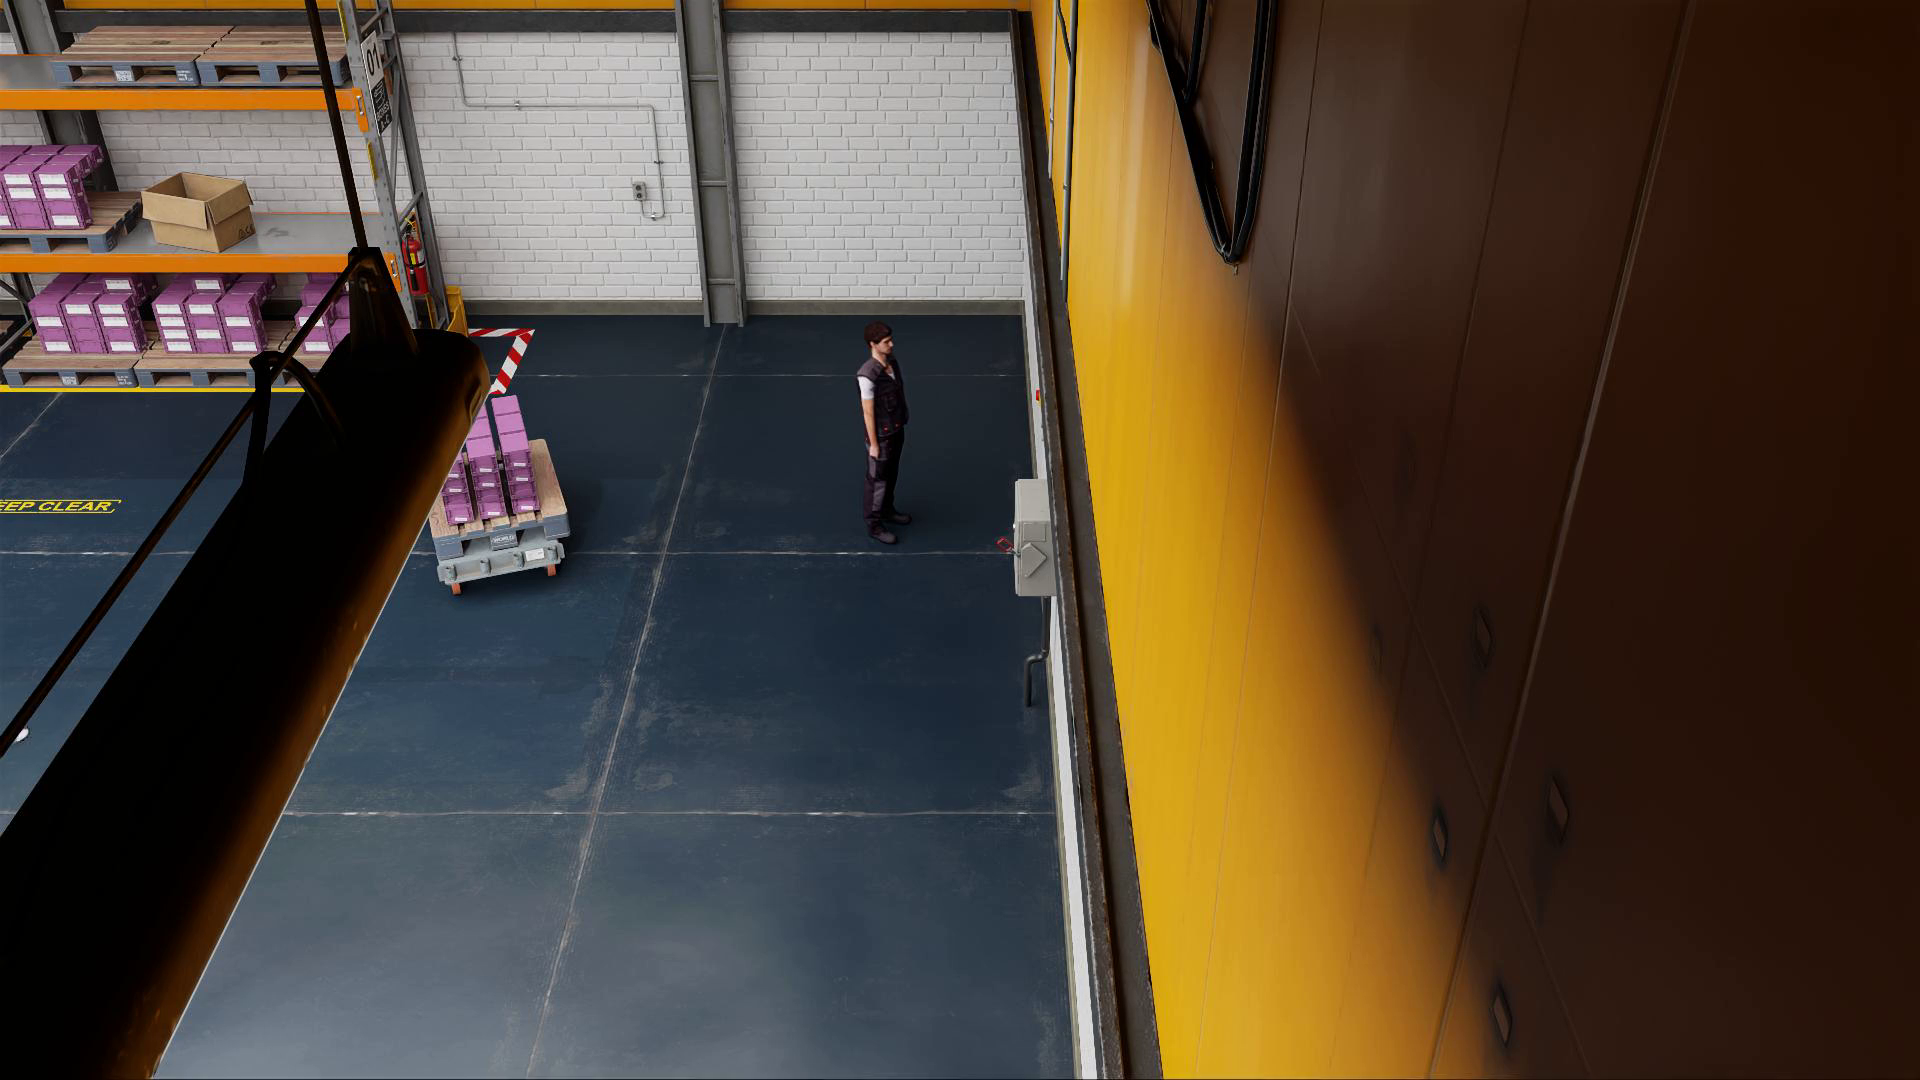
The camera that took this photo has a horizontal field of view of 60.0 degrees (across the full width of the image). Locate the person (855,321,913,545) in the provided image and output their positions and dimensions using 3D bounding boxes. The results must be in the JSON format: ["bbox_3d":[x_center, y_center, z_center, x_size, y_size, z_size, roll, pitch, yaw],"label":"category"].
[{"bbox_3d":[-0.613,-0.866,13.016,0.699,1.849,0.725,12,35,17],"label":"person"}]
